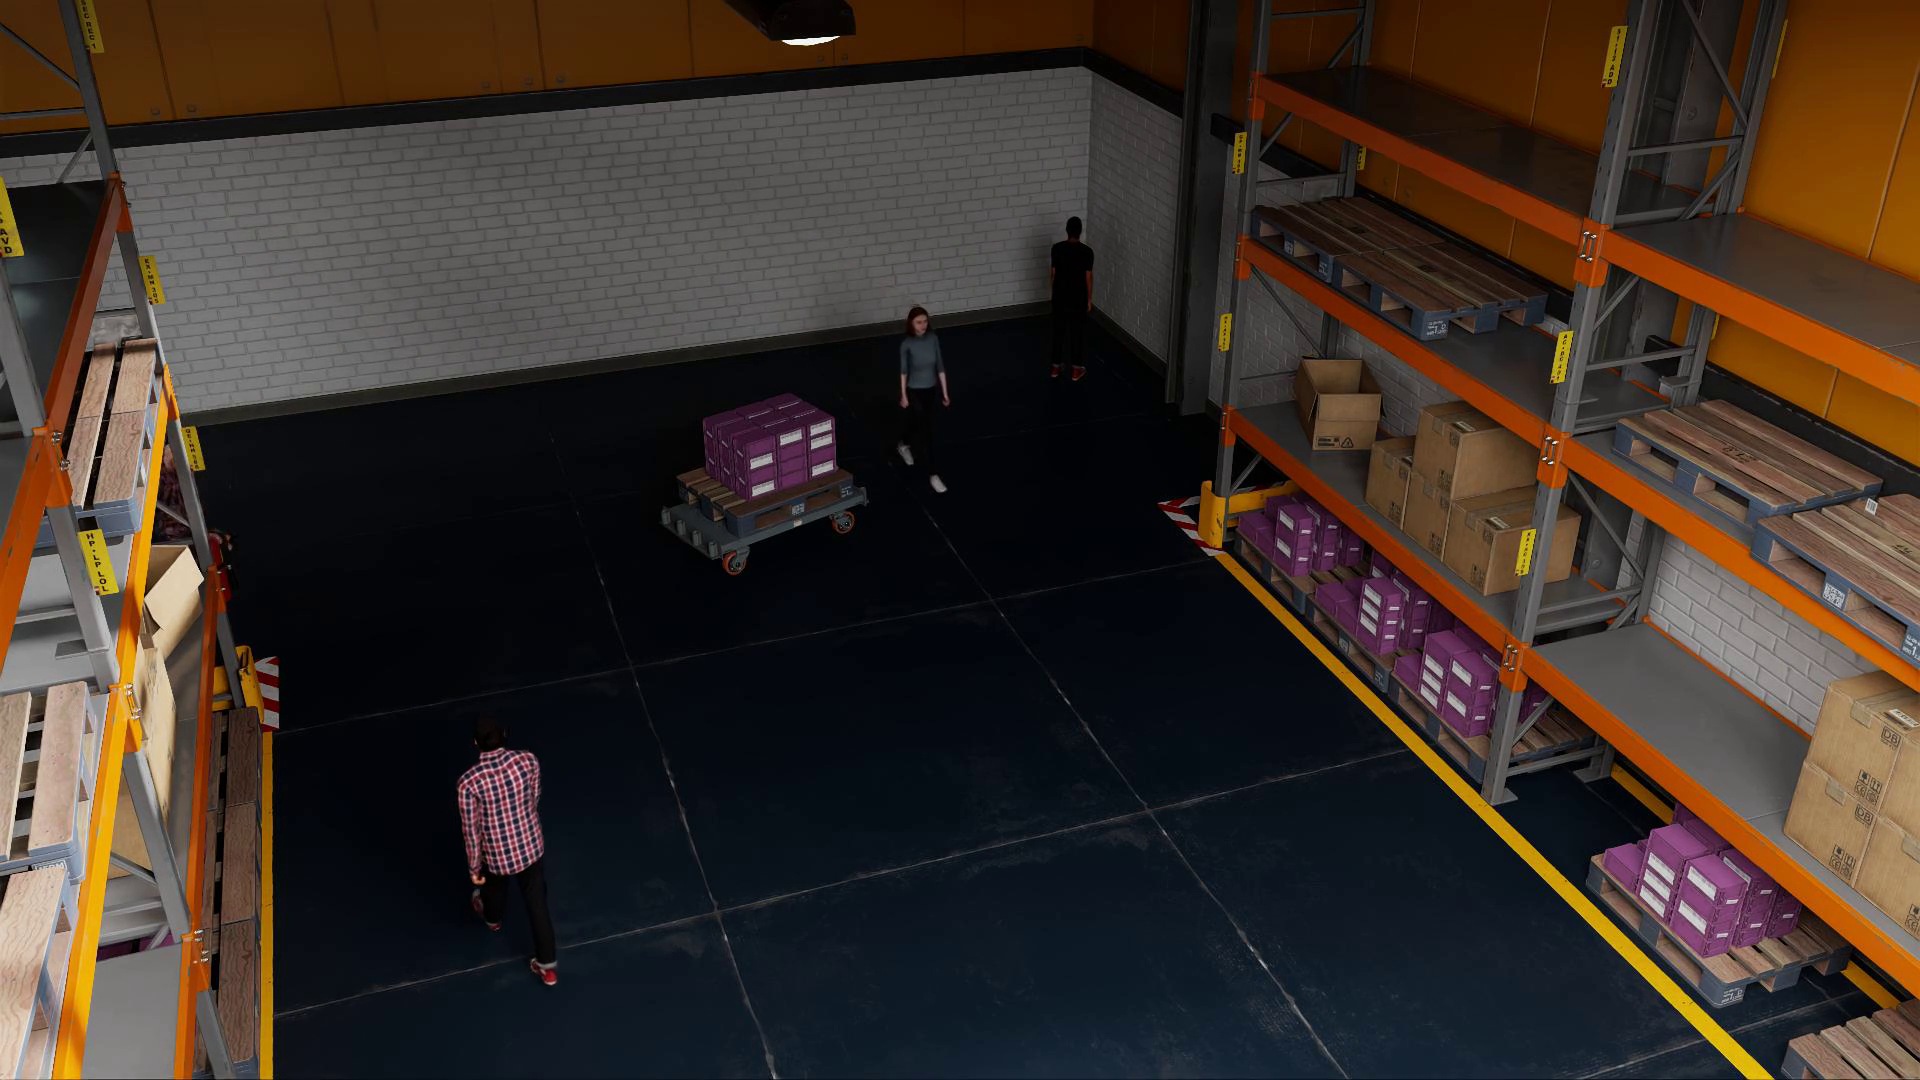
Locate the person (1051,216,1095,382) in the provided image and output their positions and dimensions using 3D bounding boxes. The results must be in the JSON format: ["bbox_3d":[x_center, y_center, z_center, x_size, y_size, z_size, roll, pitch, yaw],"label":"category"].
[{"bbox_3d":[1.164,-2.560,17.610,0.704,1.756,0.737,8,30,15],"label":"person"}]

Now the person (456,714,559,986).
[{"bbox_3d":[-2.564,1.819,9.615,0.879,1.726,1.220,-19,34,-30],"label":"person"}]

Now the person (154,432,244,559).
[{"bbox_3d":[-6.289,-0.297,13.481,1.026,1.739,1.057,18,33,30],"label":"person"}]

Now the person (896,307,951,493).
[{"bbox_3d":[-0.390,-1.362,15.469,0.784,1.705,1.205,-19,34,-30],"label":"person"}]
